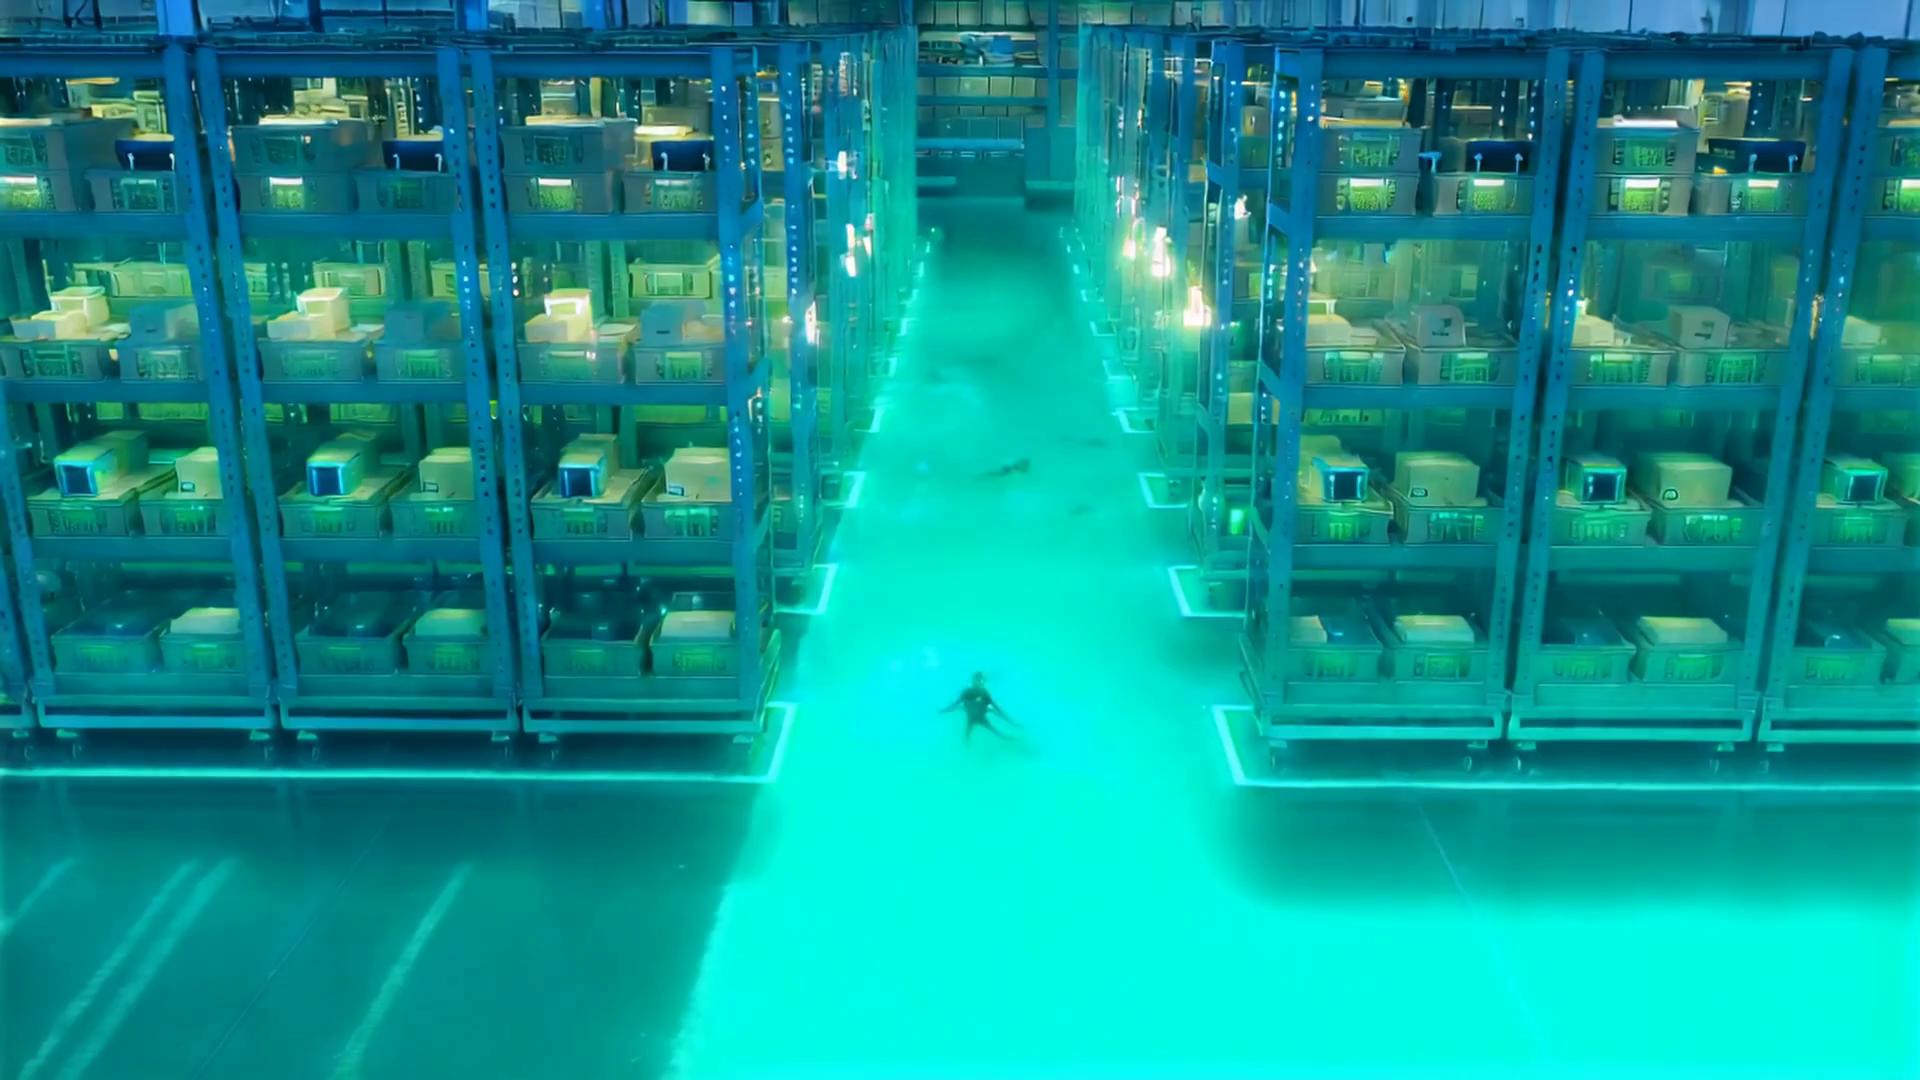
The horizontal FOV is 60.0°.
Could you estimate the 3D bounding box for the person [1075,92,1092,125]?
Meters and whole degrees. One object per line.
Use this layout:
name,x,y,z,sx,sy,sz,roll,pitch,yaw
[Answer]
person,3.172,-10.598,42.946,0.395,1.949,0.602,-12,21,-34

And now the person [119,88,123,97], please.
person,-27.973,-14.318,55.397,0.851,1.592,0.516,4,18,12
